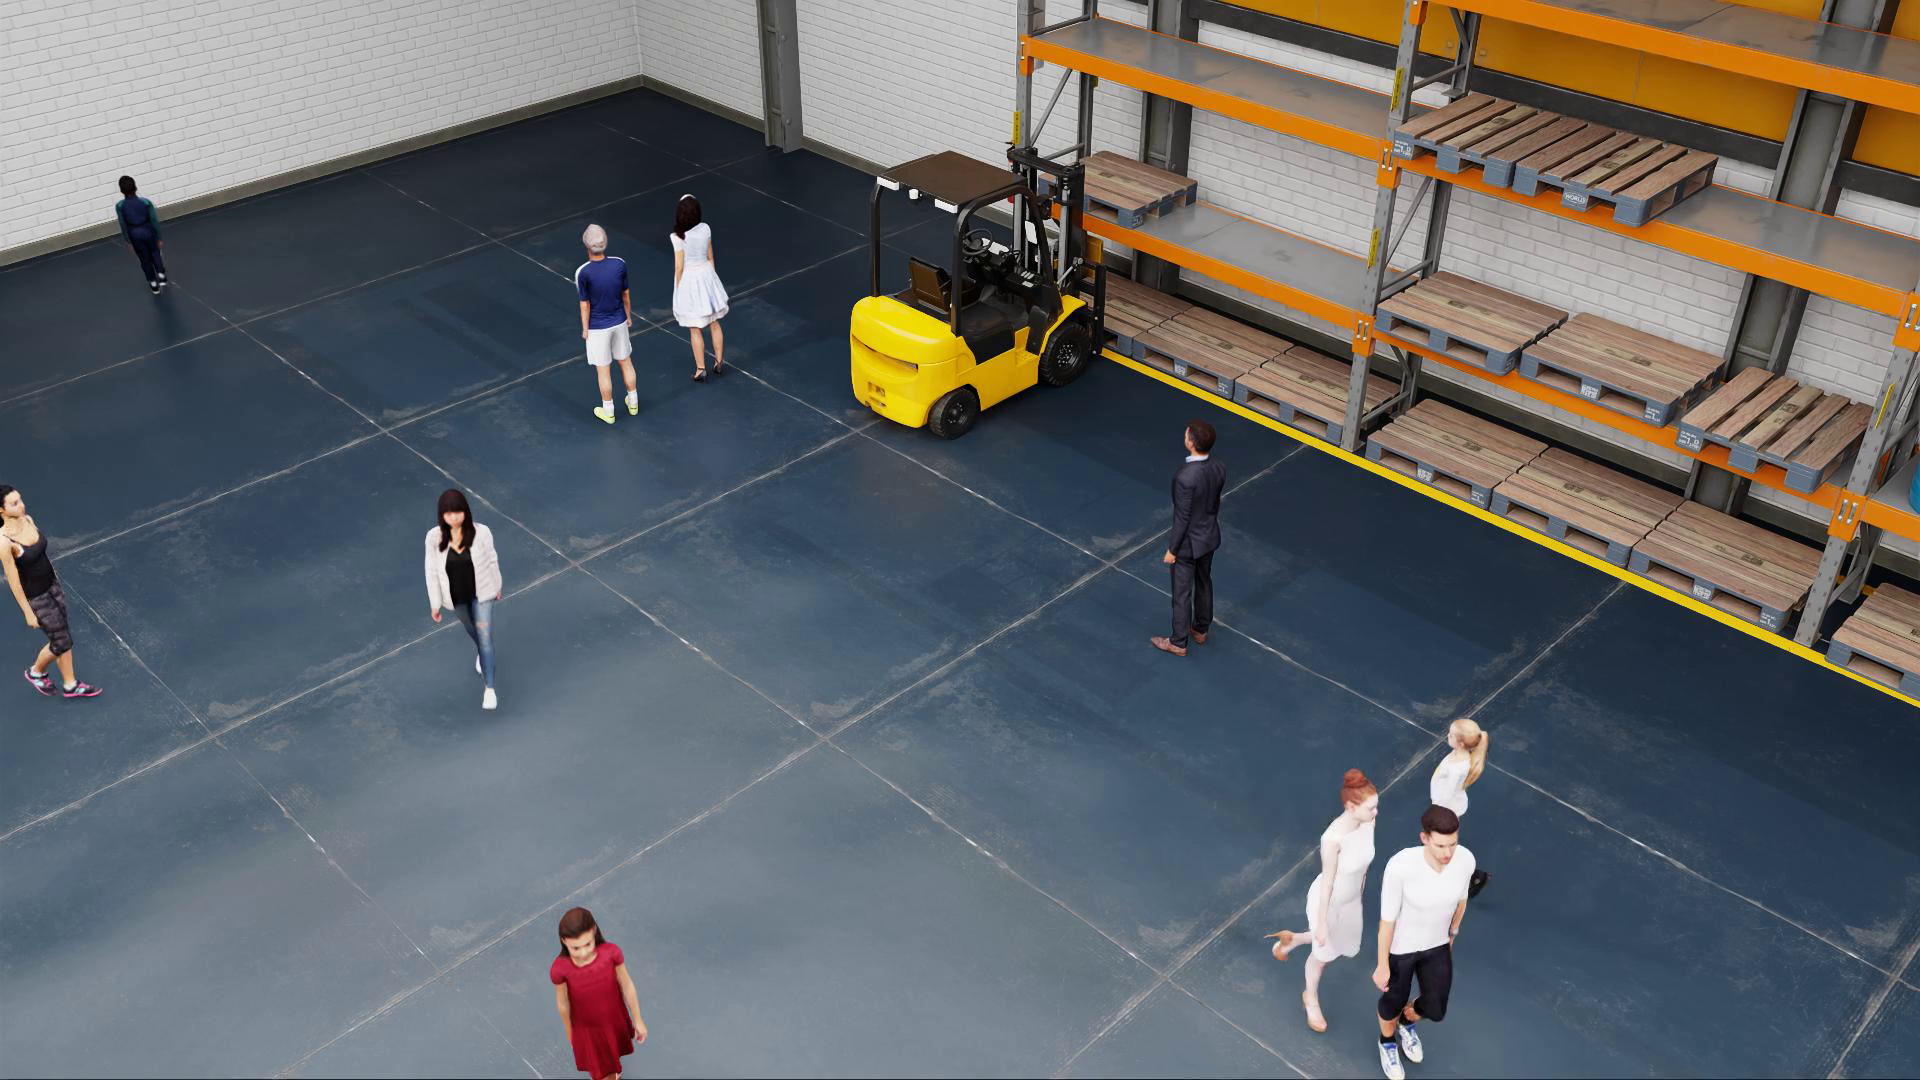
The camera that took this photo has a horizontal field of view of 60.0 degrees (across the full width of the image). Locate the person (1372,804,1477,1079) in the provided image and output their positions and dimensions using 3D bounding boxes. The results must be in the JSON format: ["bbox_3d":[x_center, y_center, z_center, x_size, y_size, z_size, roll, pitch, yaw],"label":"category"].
[{"bbox_3d":[2.356,2.052,8.731,0.798,1.837,0.840,-4,34,-6],"label":"person"}]

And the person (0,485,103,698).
[{"bbox_3d":[-6.368,0.385,11.343,0.830,1.723,0.772,-1,34,-1],"label":"person"}]

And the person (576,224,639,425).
[{"bbox_3d":[-3.122,-1.915,14.698,0.658,1.838,0.583,-23,40,-31],"label":"person"}]

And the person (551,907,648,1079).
[{"bbox_3d":[-1.852,2.390,8.501,0.743,1.529,1.093,-17,37,-24],"label":"person"}]

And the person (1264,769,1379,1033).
[{"bbox_3d":[1.959,1.916,8.988,0.670,1.779,0.822,-20,39,-28],"label":"person"}]

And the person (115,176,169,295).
[{"bbox_3d":[-8.377,-3.108,17.026,0.550,1.249,0.572,-18,37,-25],"label":"person"}]

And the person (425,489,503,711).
[{"bbox_3d":[-3.421,0.326,11.547,1.018,1.594,1.148,-4,34,-7],"label":"person"}]

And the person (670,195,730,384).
[{"bbox_3d":[-2.409,-2.299,15.294,0.741,1.818,0.761,-22,39,-29],"label":"person"}]

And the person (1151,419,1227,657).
[{"bbox_3d":[1.647,-0.017,11.816,0.626,1.868,0.561,-29,43,-36],"label":"person"}]

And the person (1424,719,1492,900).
[{"bbox_3d":[2.967,1.612,9.911,0.853,1.264,0.653,16,37,22],"label":"person"}]
